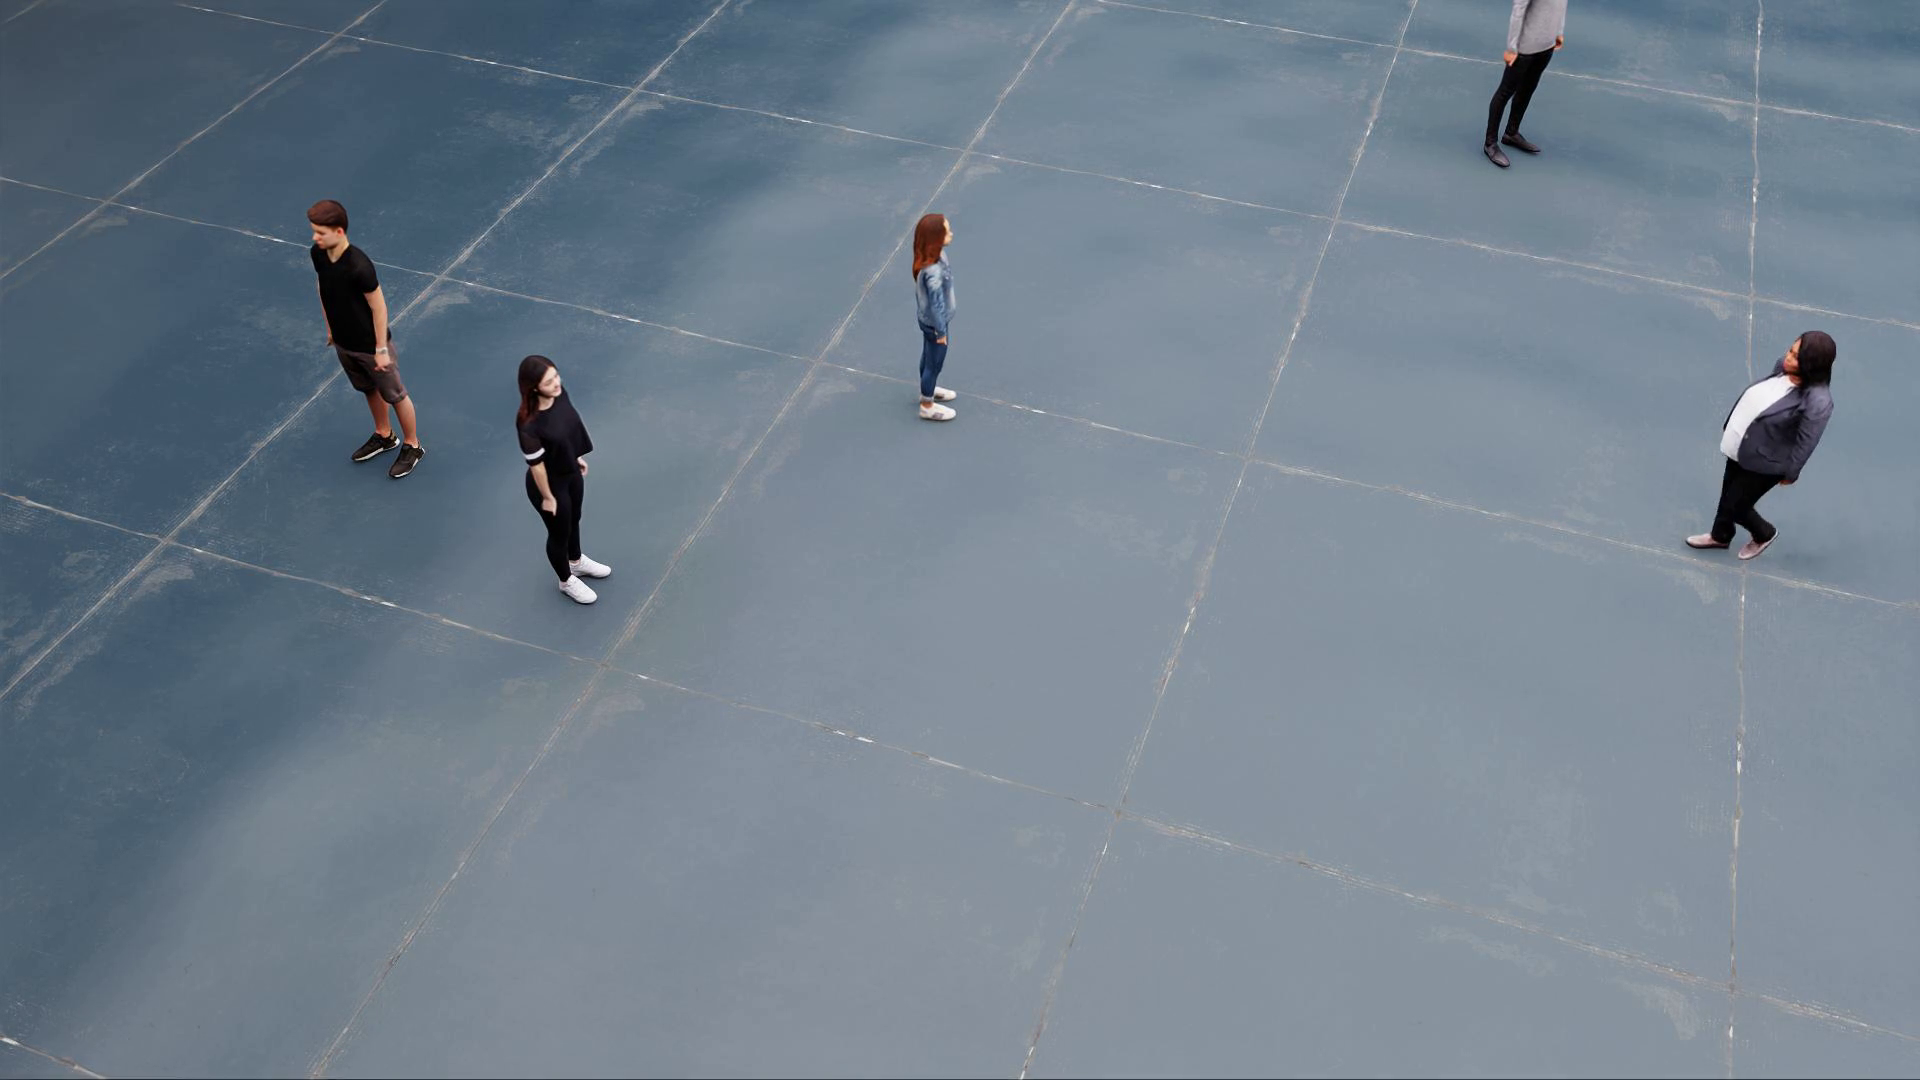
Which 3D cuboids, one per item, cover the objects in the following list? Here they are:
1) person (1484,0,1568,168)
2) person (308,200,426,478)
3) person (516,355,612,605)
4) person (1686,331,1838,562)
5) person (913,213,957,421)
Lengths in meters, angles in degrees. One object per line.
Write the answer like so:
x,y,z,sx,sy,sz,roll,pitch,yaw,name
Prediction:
4.405,-3.869,12.806,0.839,1.923,0.863,-24,48,-23,person
-3.595,-1.233,10.028,0.590,1.862,0.774,23,48,22,person
-2.240,-0.353,9.249,0.598,1.639,0.616,10,44,11,person
4.640,-0.519,9.466,0.856,1.585,0.798,-2,43,-2,person
-0.171,-1.416,10.507,0.626,1.475,0.622,-4,43,-5,person
